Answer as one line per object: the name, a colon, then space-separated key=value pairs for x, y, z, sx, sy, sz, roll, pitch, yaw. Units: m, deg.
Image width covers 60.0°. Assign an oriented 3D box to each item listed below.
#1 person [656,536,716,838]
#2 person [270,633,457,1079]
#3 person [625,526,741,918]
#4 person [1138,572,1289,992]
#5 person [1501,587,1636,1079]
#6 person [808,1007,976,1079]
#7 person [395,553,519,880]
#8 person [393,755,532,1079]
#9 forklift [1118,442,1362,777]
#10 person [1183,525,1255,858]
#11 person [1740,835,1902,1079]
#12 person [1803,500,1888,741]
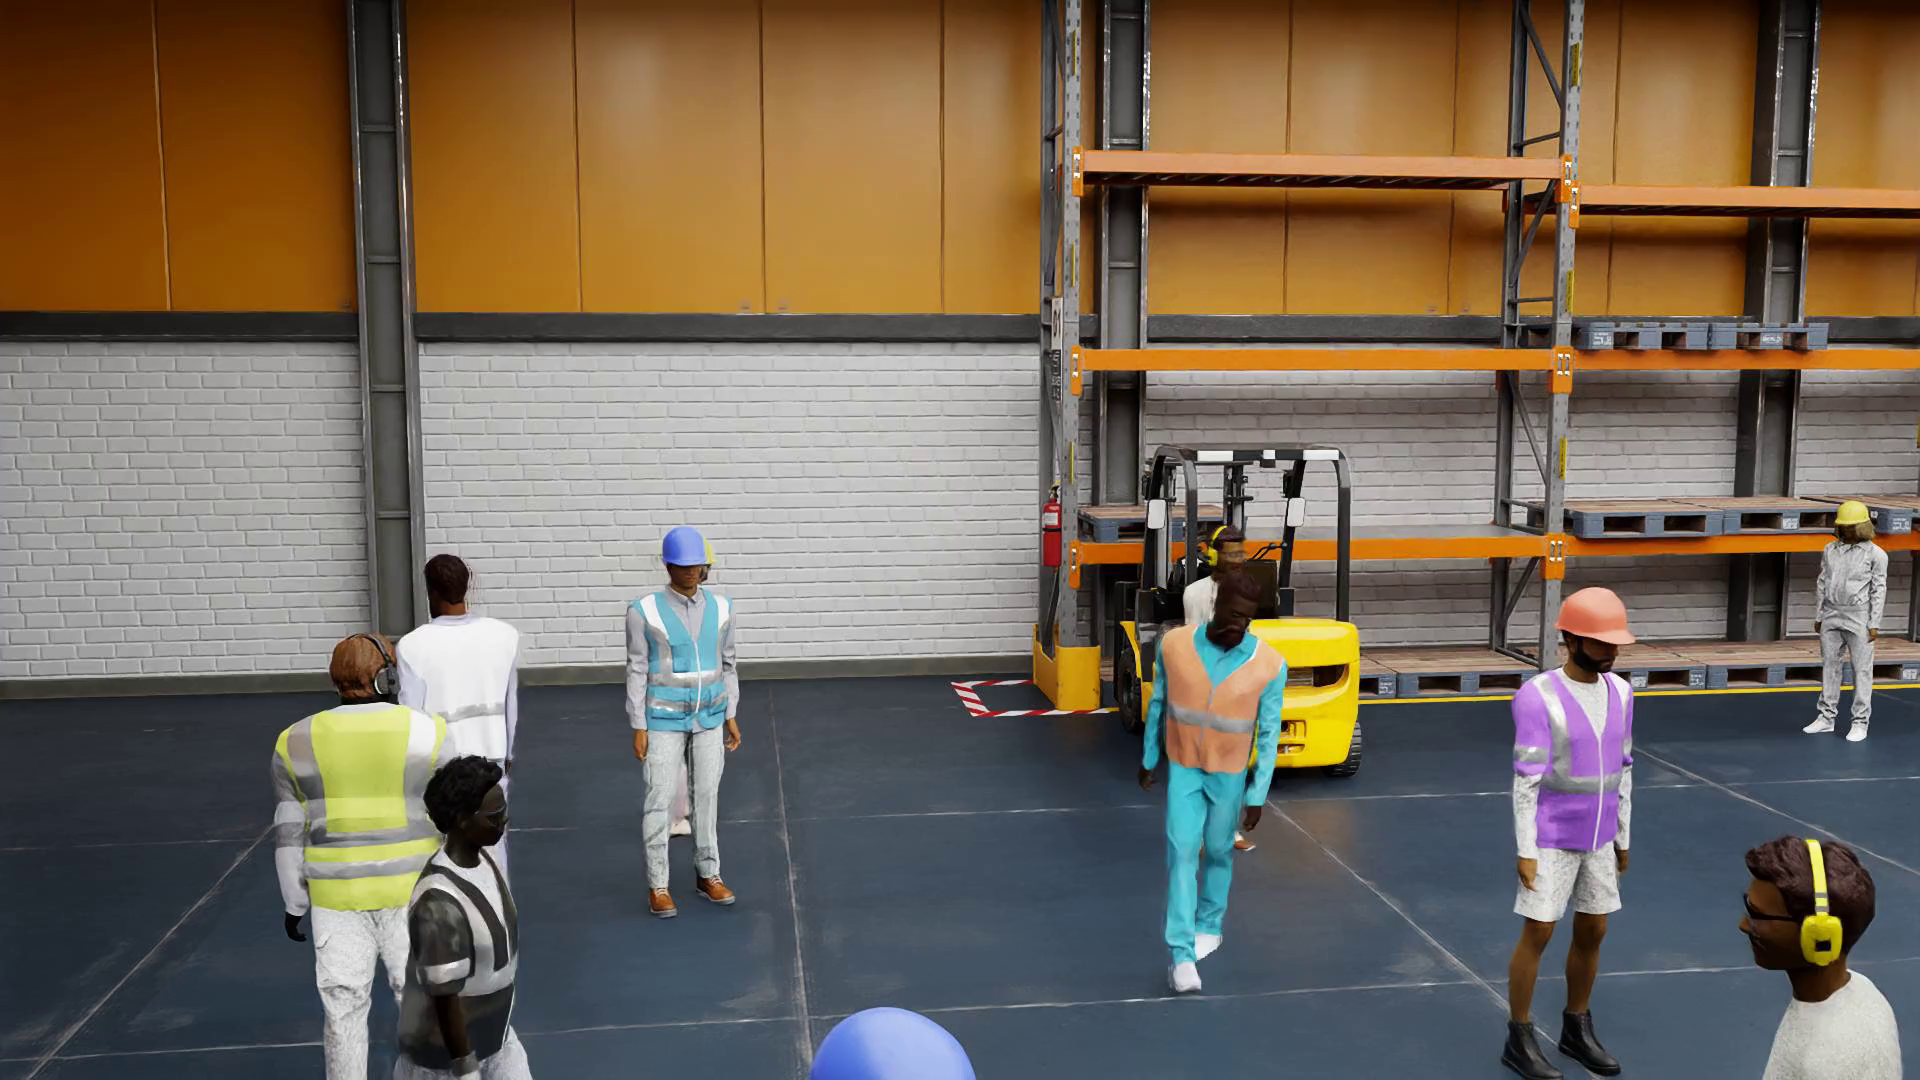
person: x=-1.542 y=0.839 z=9.705 sx=0.552 sy=1.742 sz=0.591 roll=5 pitch=8 yaw=39
person: x=-2.061 y=1.239 z=5.853 sx=0.623 sy=1.840 sz=0.430 roll=-2 pitch=7 yaw=-14
person: x=-1.383 y=0.897 z=8.369 sx=0.605 sy=1.948 sz=0.391 roll=-5 pitch=8 yaw=-35
person: x=1.095 y=1.056 z=7.377 sx=0.680 sy=1.852 sz=0.926 roll=2 pitch=7 yaw=15
person: x=2.380 y=1.133 z=6.407 sx=0.552 sy=1.928 sz=0.390 roll=-2 pitch=7 yaw=-21
person: x=-0.051 y=1.595 z=2.307 sx=0.415 sy=1.939 sz=0.605 roll=5 pitch=8 yaw=39
person: x=-2.285 y=1.009 z=7.600 sx=0.608 sy=1.897 sz=0.511 roll=-5 pitch=8 yaw=-37
person: x=-1.384 y=1.441 z=4.839 sx=0.884 sy=1.646 sz=0.550 roll=0 pitch=7 yaw=3
forklift: x=1.912 y=0.418 z=11.496 sx=1.214 sy=2.155 sz=2.313 roll=-1 pitch=7 yaw=-8
person: x=1.447 y=0.838 z=9.290 sx=0.520 sy=1.860 sz=0.325 roll=-4 pitch=8 yaw=-34
person: x=1.725 y=1.513 z=3.382 sx=0.320 sy=1.860 sz=0.531 roll=4 pitch=8 yaw=32
person: x=6.428 y=0.578 z=12.057 sx=0.300 sy=1.743 sz=0.484 roll=-4 pitch=8 yaw=-32
